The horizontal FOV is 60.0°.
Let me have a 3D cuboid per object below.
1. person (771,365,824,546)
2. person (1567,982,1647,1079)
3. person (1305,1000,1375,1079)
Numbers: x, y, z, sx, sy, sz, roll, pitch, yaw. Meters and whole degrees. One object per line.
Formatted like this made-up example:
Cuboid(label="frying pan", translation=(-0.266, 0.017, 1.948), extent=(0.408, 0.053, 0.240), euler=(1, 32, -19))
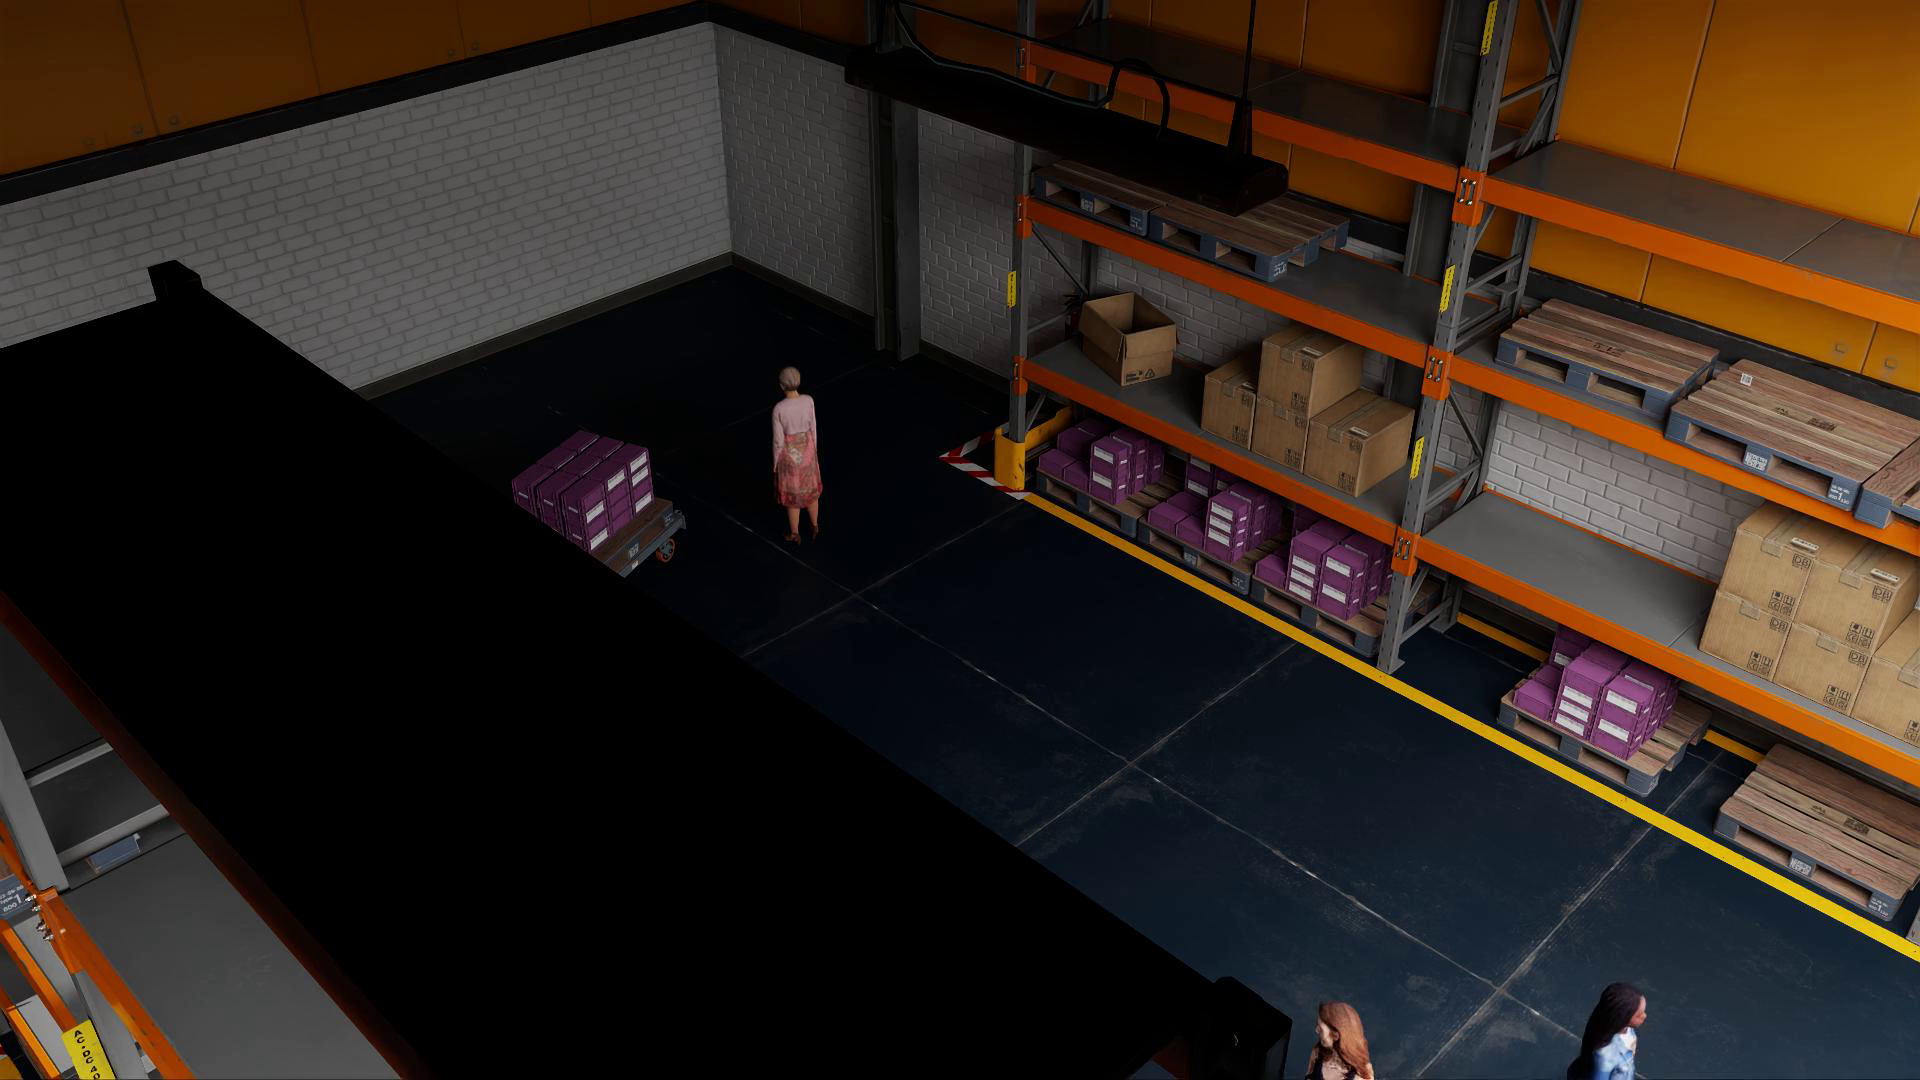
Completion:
Cuboid(label="person", translation=(-1.391, -0.723, 14.152), extent=(0.630, 1.697, 0.622), euler=(-20, 38, -27))
Cuboid(label="person", translation=(3.208, 2.893, 8.721), extent=(1.141, 1.688, 0.911), euler=(11, 35, 16))
Cuboid(label="person", translation=(1.981, 3.041, 8.464), extent=(0.488, 1.726, 0.774), euler=(24, 41, 32))
